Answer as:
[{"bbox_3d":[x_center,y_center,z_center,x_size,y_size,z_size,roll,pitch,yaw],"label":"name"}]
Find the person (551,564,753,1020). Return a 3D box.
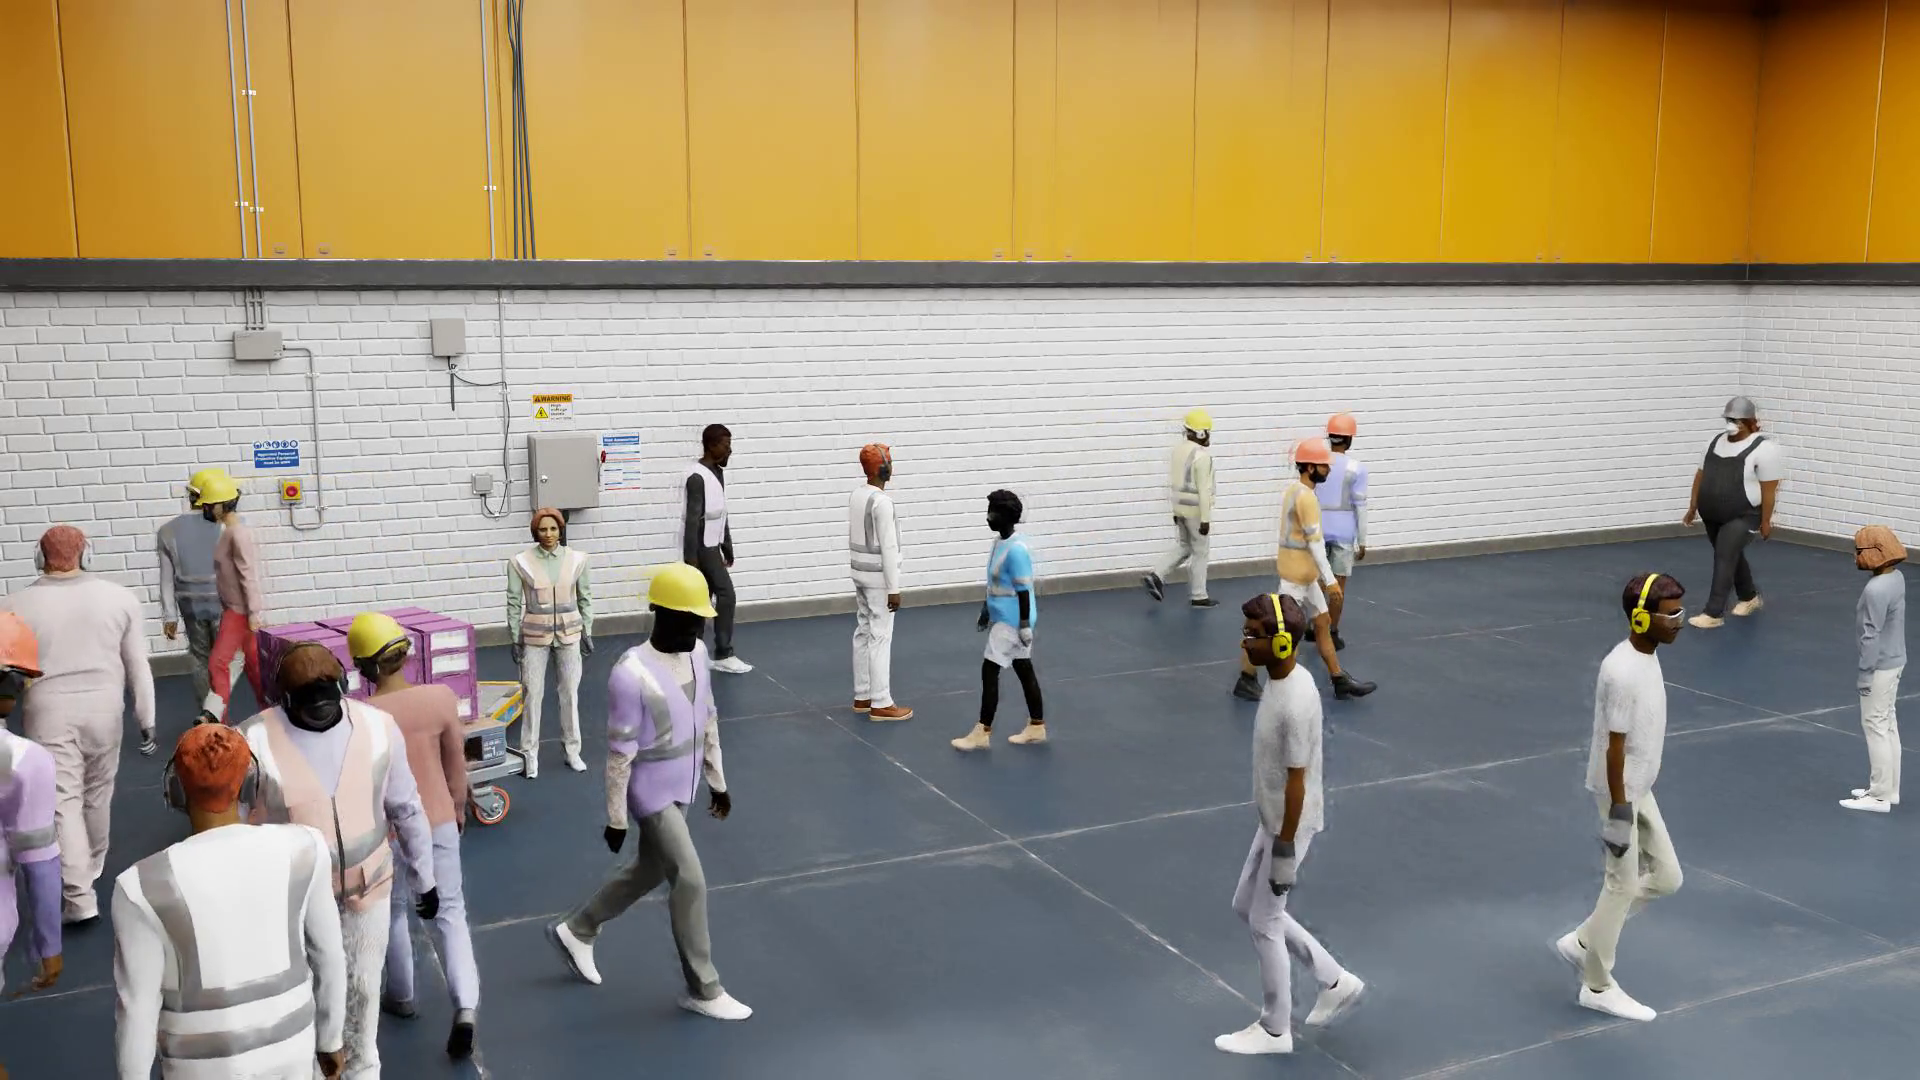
[{"bbox_3d":[-1.305,1.007,6.846,0.922,1.887,0.600,3,10,19],"label":"person"}]

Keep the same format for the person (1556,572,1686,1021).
[{"bbox_3d":[2.725,1.037,6.709,0.402,1.852,0.547,6,11,33],"label":"person"}]

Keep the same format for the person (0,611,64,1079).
[{"bbox_3d":[-3.111,1.209,5.288,0.683,1.964,1.028,2,9,13],"label":"person"}]

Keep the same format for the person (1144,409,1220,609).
[{"bbox_3d":[2.030,-0.269,14.932,0.591,1.821,0.595,-3,10,-19],"label":"person"}]

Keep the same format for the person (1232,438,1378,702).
[{"bbox_3d":[2.413,0.225,11.685,1.020,1.888,0.563,1,9,9],"label":"person"}]

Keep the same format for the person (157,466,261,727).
[{"bbox_3d":[-4.821,0.429,10.664,0.595,1.799,0.795,0,9,-3],"label":"person"}]

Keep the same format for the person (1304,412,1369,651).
[{"bbox_3d":[2.994,-0.061,13.288,0.572,1.924,0.410,6,11,35],"label":"person"}]

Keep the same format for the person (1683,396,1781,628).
[{"bbox_3d":[6.706,-0.290,14.367,1.036,2.000,0.682,-4,10,-22],"label":"person"}]

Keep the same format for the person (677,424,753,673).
[{"bbox_3d":[-1.810,0.071,12.586,0.743,1.888,0.626,1,9,7],"label":"person"}]

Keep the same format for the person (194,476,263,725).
[{"bbox_3d":[-4.728,0.468,10.589,0.762,1.739,0.544,-6,11,-34],"label":"person"}]

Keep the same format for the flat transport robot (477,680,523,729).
[{"bbox_3d":[-3.286,1.148,10.922,0.652,0.197,1.431,0,9,1],"label":"flat transport robot"}]

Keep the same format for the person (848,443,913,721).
[{"bbox_3d":[-0.559,0.283,11.294,0.349,1.884,0.584,-5,10,-27],"label":"person"}]

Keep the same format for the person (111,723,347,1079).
[{"bbox_3d":[-1.913,1.415,4.446,0.627,1.845,0.969,-7,12,-39],"label":"person"}]

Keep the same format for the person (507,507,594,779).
[{"bbox_3d":[-2.462,0.609,10.032,0.515,1.640,0.315,-4,10,-25],"label":"person"}]

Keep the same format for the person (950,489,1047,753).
[{"bbox_3d":[0.224,0.511,10.535,0.754,1.667,0.538,-1,9,-5],"label":"person"}]

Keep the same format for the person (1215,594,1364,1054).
[{"bbox_3d":[1.268,1.100,6.341,0.472,1.848,0.551,1,9,5],"label":"person"}]

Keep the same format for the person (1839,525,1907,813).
[{"bbox_3d":[5.172,0.723,9.392,0.310,1.624,0.491,8,12,41],"label":"person"}]

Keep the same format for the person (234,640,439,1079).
[{"bbox_3d":[-2.147,1.220,5.686,0.726,1.814,0.464,-8,12,-40],"label":"person"}]

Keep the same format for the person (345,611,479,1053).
[{"bbox_3d":[-2.143,1.132,6.505,0.539,1.729,0.822,-7,12,-37],"label":"person"}]

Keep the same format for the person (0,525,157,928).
[{"bbox_3d":[-4.239,0.856,7.918,0.701,1.842,1.037,-7,11,-35],"label":"person"}]
